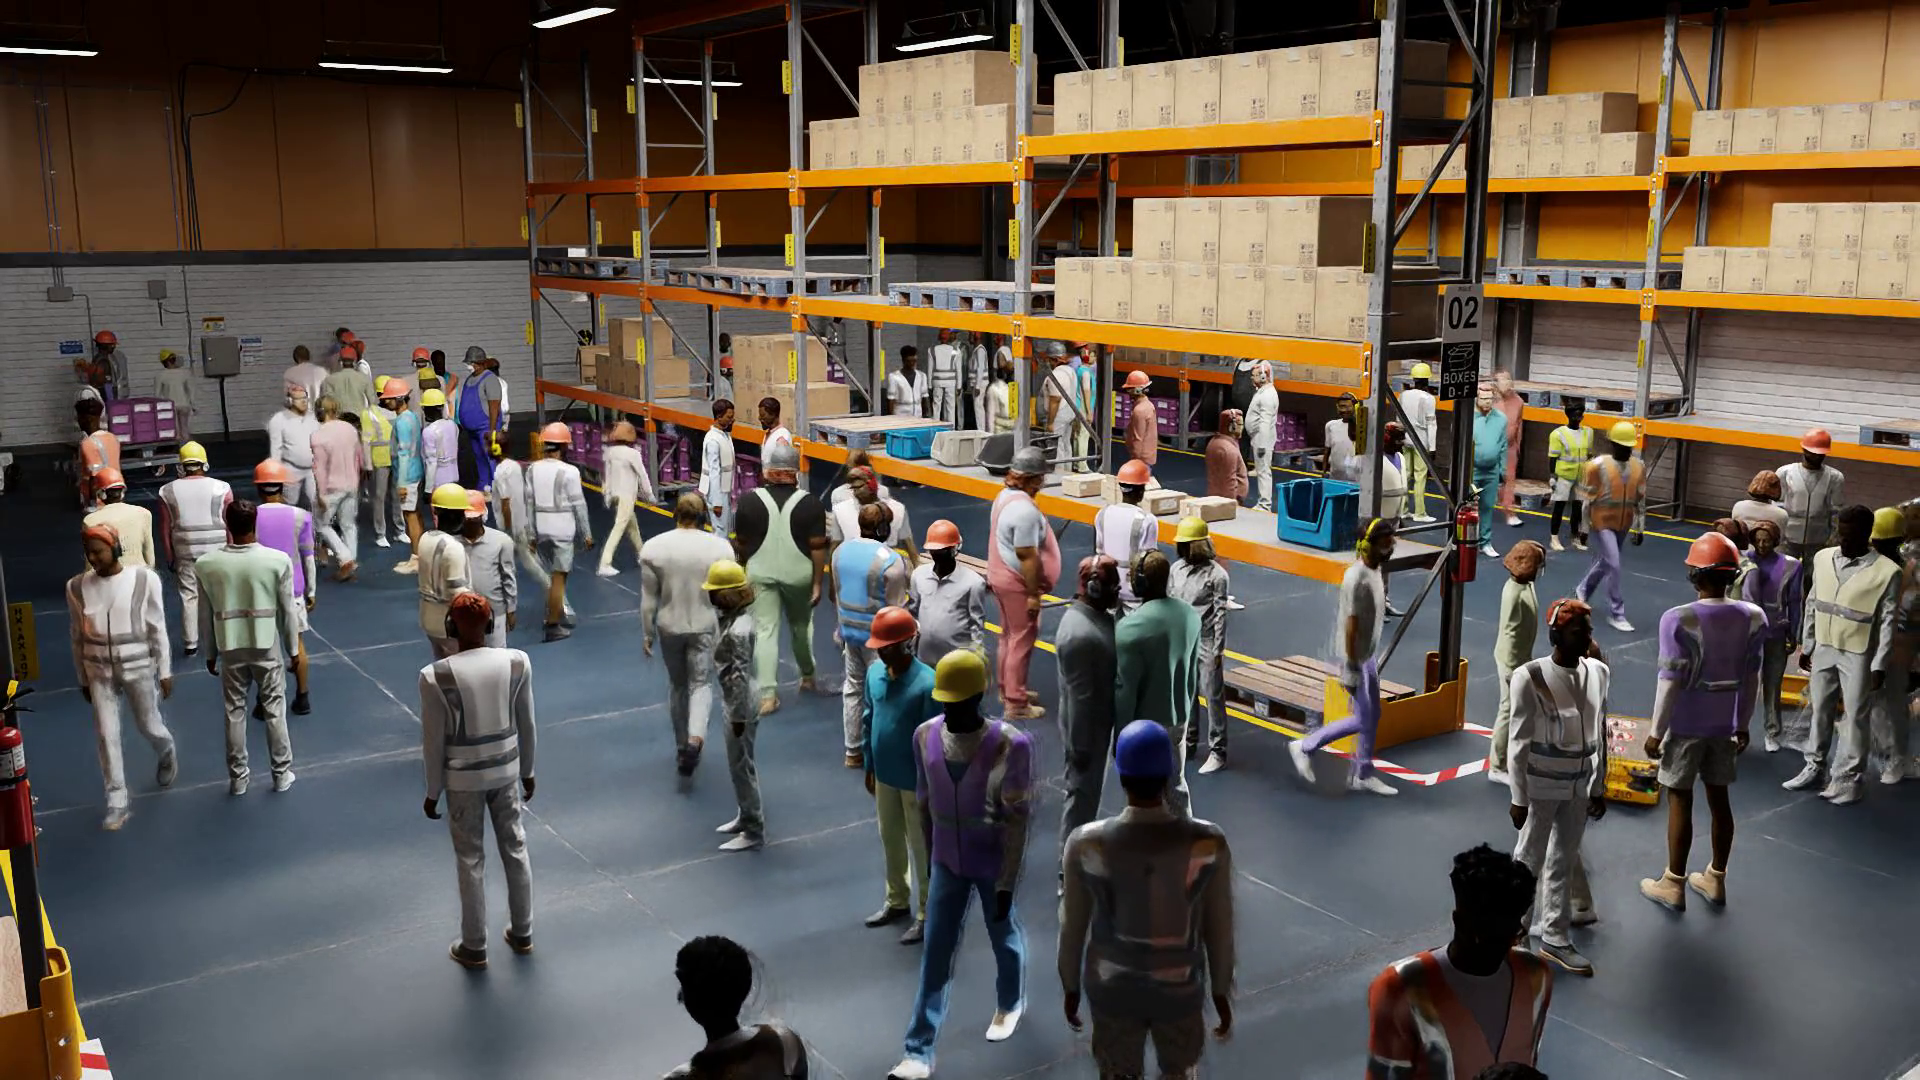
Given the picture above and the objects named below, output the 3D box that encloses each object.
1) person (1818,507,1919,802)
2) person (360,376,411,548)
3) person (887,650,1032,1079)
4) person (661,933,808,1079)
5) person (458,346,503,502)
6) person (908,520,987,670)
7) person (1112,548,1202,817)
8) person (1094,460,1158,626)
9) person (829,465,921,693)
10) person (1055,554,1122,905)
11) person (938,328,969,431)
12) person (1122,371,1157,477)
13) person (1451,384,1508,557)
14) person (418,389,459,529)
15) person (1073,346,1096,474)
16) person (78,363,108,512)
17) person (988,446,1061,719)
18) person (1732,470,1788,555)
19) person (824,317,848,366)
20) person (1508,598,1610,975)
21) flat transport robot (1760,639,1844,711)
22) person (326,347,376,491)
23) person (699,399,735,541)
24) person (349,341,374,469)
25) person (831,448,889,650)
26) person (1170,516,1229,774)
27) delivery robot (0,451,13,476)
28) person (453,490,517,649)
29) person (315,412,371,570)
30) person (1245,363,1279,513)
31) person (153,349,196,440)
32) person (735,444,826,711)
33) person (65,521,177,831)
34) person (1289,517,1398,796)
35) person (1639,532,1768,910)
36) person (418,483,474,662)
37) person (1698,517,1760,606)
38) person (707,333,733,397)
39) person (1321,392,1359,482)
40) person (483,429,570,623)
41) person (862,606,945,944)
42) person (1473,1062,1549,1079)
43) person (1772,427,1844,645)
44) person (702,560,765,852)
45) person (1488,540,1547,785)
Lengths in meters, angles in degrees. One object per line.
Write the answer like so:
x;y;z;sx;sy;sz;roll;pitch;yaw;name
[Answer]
5.892;0.714;10.625;0.999;1.881;0.592;-10;15;-42;person
-6.407;-0.885;18.671;0.373;1.925;0.595;9;14;38;person
0.023;1.390;7.178;0.595;1.868;1.023;5;12;25;person
-0.576;1.965;4.761;0.568;1.670;0.540;9;14;39;person
-6.244;-1.518;21.621;0.535;2.000;0.683;-11;15;-43;person
-0.108;0.729;10.858;0.563;1.752;0.327;5;12;25;person
1.052;1.000;9.029;0.632;1.932;0.369;-10;15;-43;person
1.248;0.368;12.268;0.548;1.929;0.388;10;15;43;person
-0.624;0.313;12.821;0.758;1.827;0.437;-2;11;-9;person
0.732;1.013;9.042;0.404;1.902;0.650;3;11;13;person
-0.134;-2.667;27.732;0.614;1.950;0.375;5;12;25;person
1.999;-0.898;18.597;0.408;1.987;0.614;3;11;14;person
5.631;-0.742;18.025;0.644;1.900;0.399;-2;11;-12;person
-5.397;-0.607;17.248;0.365;1.928;0.585;2;11;10;person
1.762;-1.841;23.769;0.388;1.847;0.563;-2;11;-8;person
-10.782;-1.285;20.873;0.630;1.860;0.599;-5;12;-22;person
0.483;0.298;12.327;0.539;2.000;0.684;-2;11;-10;person
6.578;0.230;13.749;0.288;1.625;0.497;-6;13;-30;person
-2.422;-3.645;32.699;0.363;1.962;0.612;7;13;31;person
2.896;1.210;8.064;0.575;1.885;0.355;-5;12;-24;person
6.683;1.045;13.048;0.652;0.197;1.431;6;13;28;flat transport robot
-8.238;-1.647;22.560;0.639;1.941;1.031;-3;11;-13;person
-2.387;-0.453;16.521;0.402;1.908;0.598;0;11;1;person
-8.791;-1.982;24.400;0.355;1.883;0.574;-5;12;-24;person
-0.838;0.122;13.882;0.512;1.800;0.947;-3;11;-15;person
1.569;0.696;11.090;0.362;1.736;0.487;-9;14;-40;person
-13.369;-1.058;22.839;0.477;0.478;0.707;1;11;7;delivery robot
-3.515;0.489;12.123;0.562;1.742;0.359;-1;11;-5;person
-6.437;-0.505;17.394;0.402;1.665;0.553;4;12;20;person
3.702;-1.225;20.489;0.399;1.901;0.644;1;11;8;person
-11.707;-1.977;24.778;0.693;1.723;0.541;11;15;43;person
-1.358;0.233;12.660;0.691;2.000;1.010;0;11;-1;person
-5.155;0.790;10.274;0.597;1.861;0.786;-2;11;-9;person
2.476;0.737;10.580;0.584;1.842;0.584;7;13;33;person
3.952;0.966;8.900;0.614;2.042;0.373;-2;11;-12;person
-3.440;0.571;11.256;0.415;1.913;0.604;-8;14;-37;person
5.313;0.648;11.561;0.314;1.642;0.515;-3;11;-15;person
-3.785;-2.387;26.640;0.547;1.810;0.896;-1;11;-7;person
4.059;-0.633;17.530;0.538;1.869;0.313;5;12;26;person
-4.027;-0.112;15.043;1.012;1.815;0.541;2;11;8;person
-0.309;1.187;8.553;0.575;1.740;0.349;11;15;43;person
1.206;2.041;3.723;0.594;1.917;0.373;8;14;35;person
7.215;-0.010;14.209;0.550;1.926;0.392;4;12;18;person
-1.329;0.962;9.731;0.323;1.737;0.491;-2;11;-11;person
3.645;0.794;10.864;0.295;1.623;0.509;6;13;28;person
